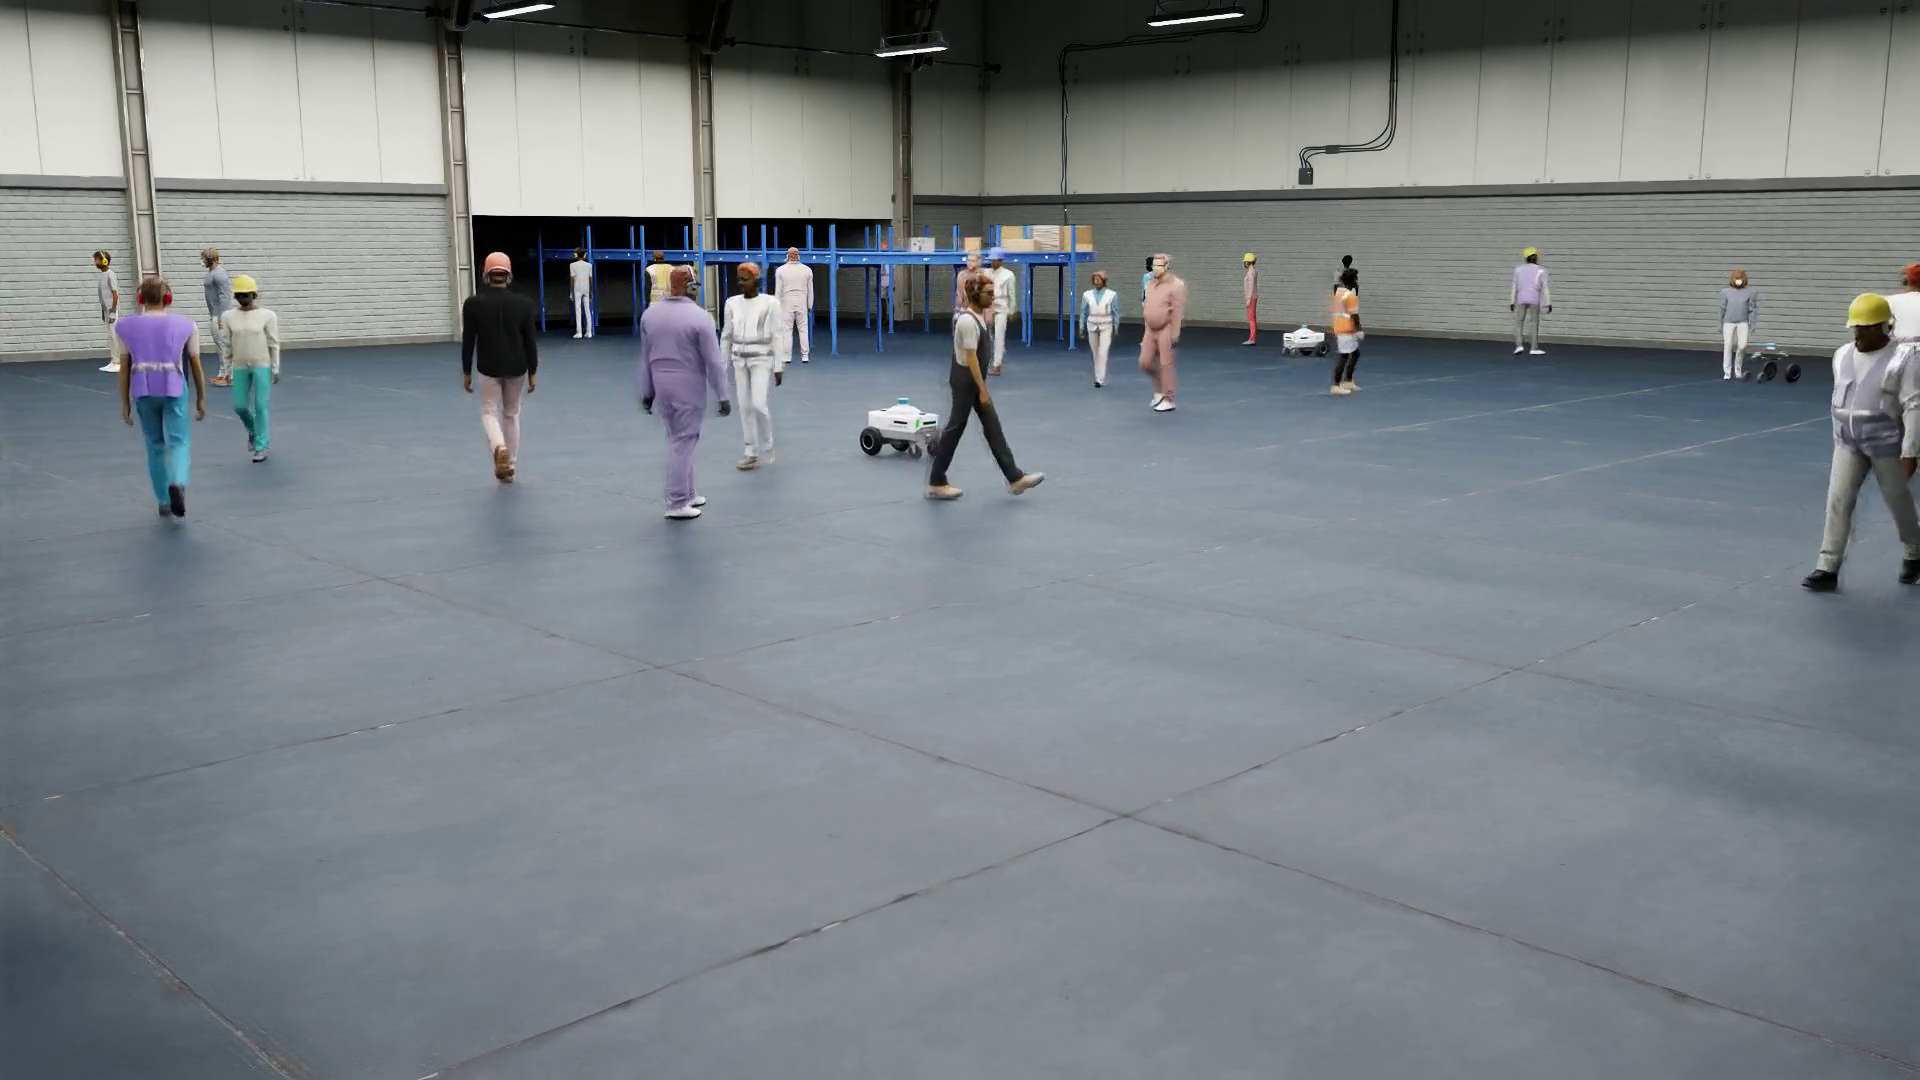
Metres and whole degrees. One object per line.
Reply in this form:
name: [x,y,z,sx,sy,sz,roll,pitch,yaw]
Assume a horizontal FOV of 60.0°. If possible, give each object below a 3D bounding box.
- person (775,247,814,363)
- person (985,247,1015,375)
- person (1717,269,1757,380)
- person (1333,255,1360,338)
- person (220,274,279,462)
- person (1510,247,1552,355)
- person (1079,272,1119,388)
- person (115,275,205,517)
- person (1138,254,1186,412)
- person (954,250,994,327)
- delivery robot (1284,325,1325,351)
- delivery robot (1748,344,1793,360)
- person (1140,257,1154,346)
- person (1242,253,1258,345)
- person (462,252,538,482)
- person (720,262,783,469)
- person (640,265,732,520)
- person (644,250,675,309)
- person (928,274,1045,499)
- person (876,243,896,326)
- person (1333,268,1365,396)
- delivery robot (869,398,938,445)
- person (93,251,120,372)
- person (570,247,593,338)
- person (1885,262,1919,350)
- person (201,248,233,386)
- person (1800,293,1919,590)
person: [-2.766,-3.904,27.681,0.655,1.906,0.407,-3,11,-18]
person: [0.556,-3.504,25.411,0.626,1.936,0.525,5,12,26]
person: [11.403,-3.164,24.432,0.535,1.618,0.387,5,11,24]
person: [7.990,-5.039,34.444,0.541,1.696,0.315,1,10,6]
person: [-6.690,-1.633,15.734,0.526,1.753,0.463,-1,10,-7]
person: [10.156,-4.244,29.567,0.736,1.902,0.381,6,12,29]
person: [1.912,-2.907,23.096,0.539,1.593,0.856,4,11,20]
person: [-5.965,-1.061,12.434,0.572,1.822,0.763,-4,11,-21]
person: [2.424,-2.507,20.120,0.424,1.892,0.652,-9,14,-41]
person: [0.209,-3.301,24.427,0.667,1.891,0.531,8,13,37]
delivery robot: [6.041,-3.531,29.199,0.707,0.478,0.477,-5,12,-26]
delivery robot: [11.801,-2.744,24.196,0.698,0.223,0.335,-5,11,-23]
person: [3.651,-4.559,31.830,0.318,1.697,0.535,8,13,36]
person: [5.598,-4.656,32.174,0.322,1.765,0.533,3,11,15]
person: [-3.896,-1.456,14.152,0.627,1.972,0.729,-4,11,-21]
person: [-1.906,-1.574,15.074,0.597,1.872,0.422,5,11,24]
person: [-2.001,-1.118,12.544,0.685,1.881,0.762,6,12,31]
person: [-5.470,-4.355,30.319,0.627,1.844,0.429,-7,13,-35]
person: [0.186,-1.219,13.343,0.987,1.788,0.537,2,11,13]
person: [-1.766,-6.036,39.231,0.551,1.933,0.378,-10,14,-44]
person: [5.215,-2.755,22.055,0.546,1.678,0.540,0,10,3]
delivery robot: [-0.549,-1.132,16.116,0.707,0.478,0.477,9,14,41]
person: [-13.267,-3.557,25.909,0.326,1.865,0.519,-9,14,-41]
person: [-7.848,-5.123,34.452,0.516,1.867,0.340,-8,13,-36]
person: [8.761,-1.615,15.326,0.596,1.851,0.792,8,13,37]
person: [-10.475,-3.151,23.498,0.350,1.934,0.635,-7,12,-33]
person: [5.545,-0.603,10.035,0.943,1.782,0.622,-6,12,-28]
